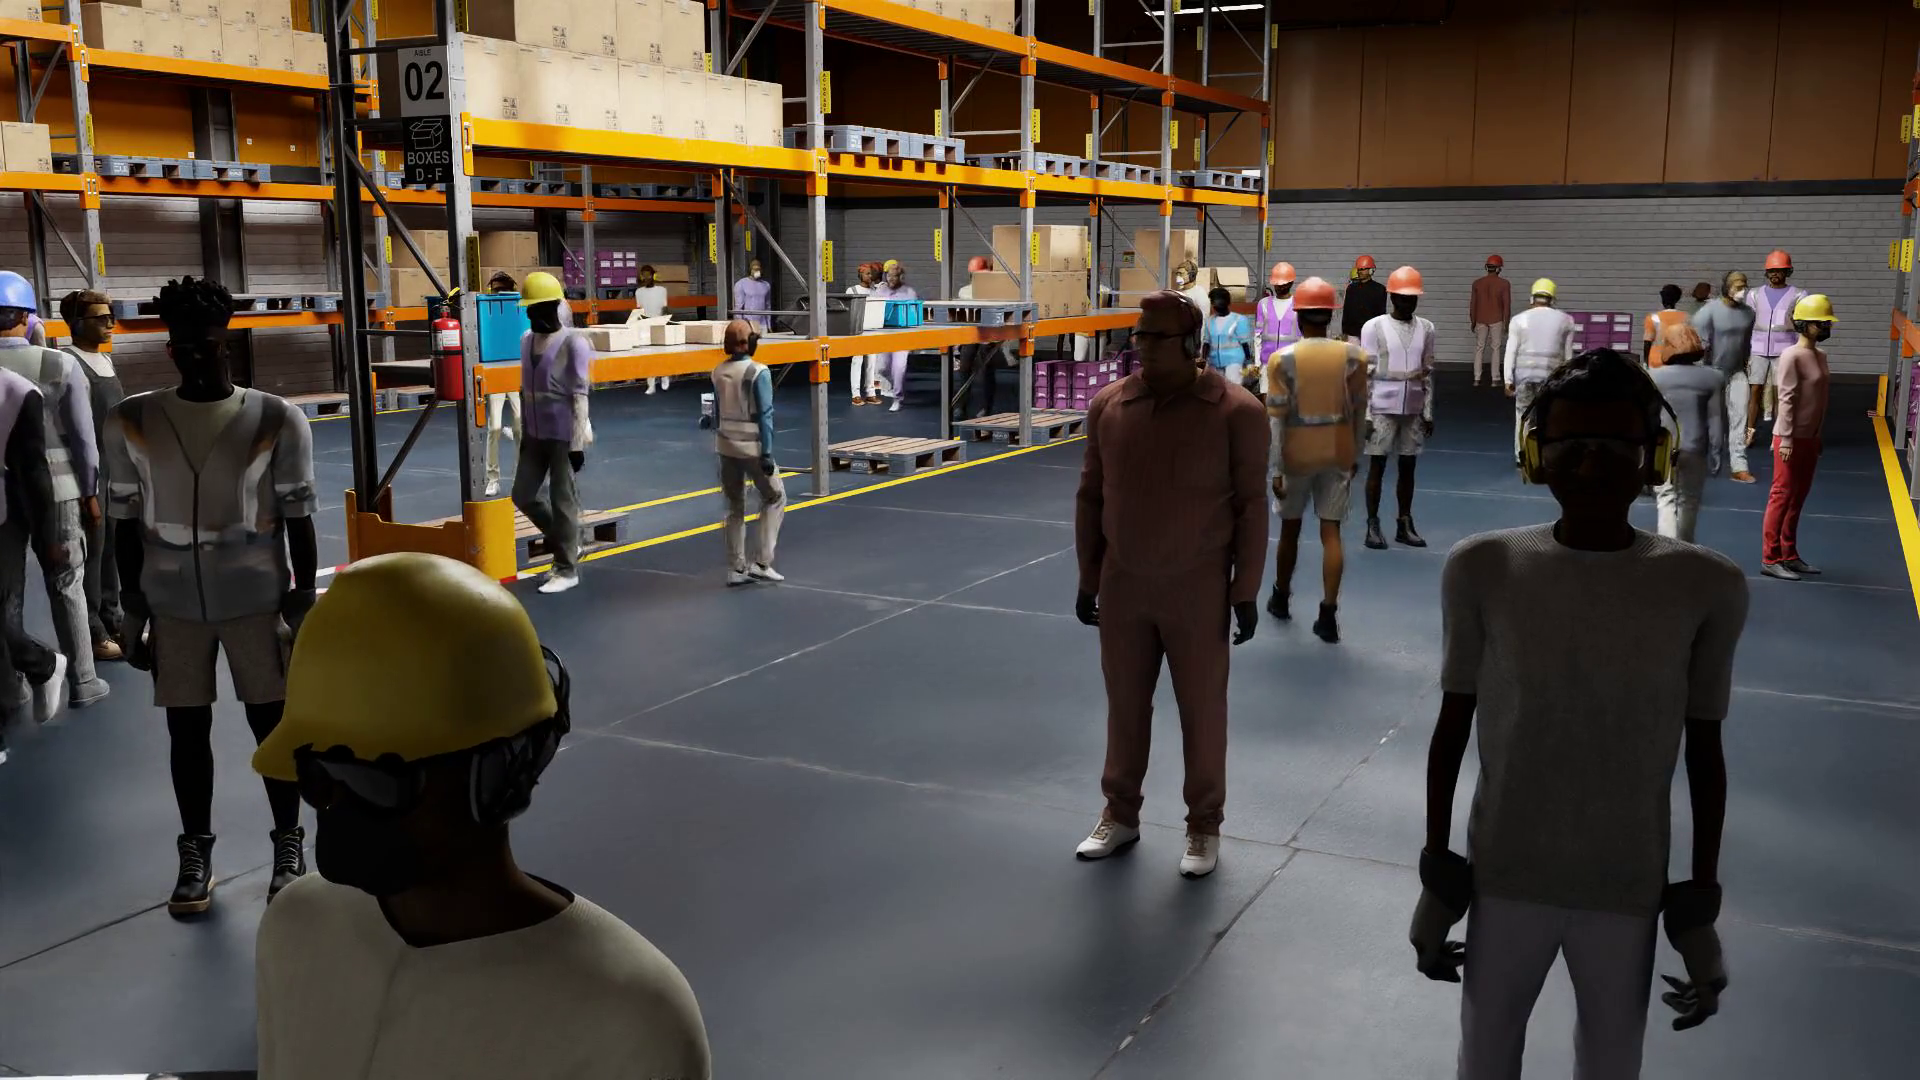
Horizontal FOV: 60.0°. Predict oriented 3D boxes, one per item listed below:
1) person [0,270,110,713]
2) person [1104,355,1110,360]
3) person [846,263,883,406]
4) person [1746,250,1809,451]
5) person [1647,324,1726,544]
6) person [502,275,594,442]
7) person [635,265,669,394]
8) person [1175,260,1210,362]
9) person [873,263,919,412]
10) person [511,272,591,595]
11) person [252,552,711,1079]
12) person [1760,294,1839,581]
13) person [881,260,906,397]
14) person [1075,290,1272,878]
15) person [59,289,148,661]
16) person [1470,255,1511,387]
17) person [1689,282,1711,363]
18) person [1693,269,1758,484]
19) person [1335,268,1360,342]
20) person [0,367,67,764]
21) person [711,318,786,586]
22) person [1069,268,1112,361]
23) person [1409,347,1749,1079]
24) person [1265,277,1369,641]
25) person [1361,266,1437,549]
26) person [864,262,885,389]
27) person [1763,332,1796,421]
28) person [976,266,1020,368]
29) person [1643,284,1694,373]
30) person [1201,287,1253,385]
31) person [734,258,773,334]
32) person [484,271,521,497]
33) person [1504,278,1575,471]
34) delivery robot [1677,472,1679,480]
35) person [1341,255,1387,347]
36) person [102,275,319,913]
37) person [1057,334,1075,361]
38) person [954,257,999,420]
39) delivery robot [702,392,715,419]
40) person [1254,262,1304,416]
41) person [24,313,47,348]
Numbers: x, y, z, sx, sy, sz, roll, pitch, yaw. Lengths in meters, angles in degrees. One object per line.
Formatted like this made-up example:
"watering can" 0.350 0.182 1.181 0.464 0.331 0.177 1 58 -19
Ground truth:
"person" -4.109 -0.203 7.322 0.603 1.946 0.389 -3 10 -17
"person" 2.167 -3.645 27.399 0.932 1.904 0.544 -4 10 -20
"person" -1.259 -2.736 22.169 0.575 1.884 0.355 -9 13 -41
"person" 8.313 -1.928 17.033 0.605 2.044 0.374 8 12 37
"person" 4.464 -0.548 10.354 0.513 1.581 0.888 4 10 20
"person" -4.360 -1.900 17.585 0.968 1.788 0.658 -3 10 -14
"person" -4.403 -3.023 23.912 0.553 1.856 0.480 2 10 13
"person" 2.512 -2.112 18.401 0.372 1.940 0.630 -5 11 -26
"person" -0.819 -2.602 21.374 0.666 1.888 0.590 5 11 25
"person" -2.431 -0.636 9.914 0.609 1.909 0.413 7 12 35
"person" -0.467 0.881 1.571 0.524 1.769 0.309 4 11 23
"person" 5.250 -0.638 10.362 0.533 1.767 0.312 -9 13 -41
"person" -0.962 -2.962 23.350 0.371 1.927 0.588 -2 10 -13
"person" 0.665 0.143 5.439 0.654 1.904 0.406 5 11 27
"person" -4.313 -0.325 8.324 0.346 1.846 0.505 -1 10 -5
"person" 8.069 -3.331 25.288 0.616 1.993 0.395 8 13 39
"person" 10.703 -2.944 24.196 0.759 1.613 0.511 8 13 40
"person" 6.773 -1.481 14.925 0.635 1.895 1.009 -3 10 -15
"person" 5.562 -2.922 23.391 0.590 1.833 0.404 -1 10 -7
"person" -3.875 -0.058 6.644 0.580 1.898 0.812 1 10 8
"person" -1.275 -0.529 10.098 0.548 1.624 0.436 8 13 39
"person" 1.794 -2.835 22.894 0.628 1.837 0.429 -1 10 -5
"person" 1.031 0.612 2.828 0.511 1.872 0.329 3 10 18
"person" 1.894 -0.451 8.923 0.551 1.898 0.861 1 10 4
"person" 3.003 -0.894 11.397 0.571 1.930 0.402 -2 10 -10
"person" -1.224 -3.195 24.834 0.356 1.883 0.573 -4 11 -22
"person" 9.768 -2.169 19.753 0.501 1.591 0.867 3 10 18
"person" 0.669 -3.899 29.136 0.915 1.798 0.635 5 11 26
"person" 7.648 -1.911 17.994 0.549 1.685 0.394 2 10 10
"person" 2.856 -1.883 17.890 0.596 1.644 0.711 9 13 42
"person" -2.997 -3.119 24.229 0.633 1.940 0.368 -9 14 -44
"person" -3.785 -1.296 13.870 0.519 1.874 0.326 -2 10 -14
"person" 5.299 -1.497 15.248 0.611 1.799 0.670 4 10 20
"delivery robot" 5.808 -0.671 13.788 0.477 0.478 0.707 -4 10 -21
"person" 5.257 -2.713 21.715 0.612 1.995 0.376 9 13 41
"person" -2.272 0.177 5.109 0.599 1.958 0.377 -2 10 -9
"person" 1.889 -3.958 29.073 0.545 1.942 0.354 3 10 18
"person" 0.180 -2.410 20.047 0.650 1.956 0.904 5 11 28
"delivery robot" -2.644 -1.598 19.155 0.477 0.478 0.707 7 12 35
"person" 3.157 -1.759 16.388 0.543 1.928 0.374 4 11 21
"person" -7.477 -1.163 13.194 0.563 1.839 0.393 2 10 12
